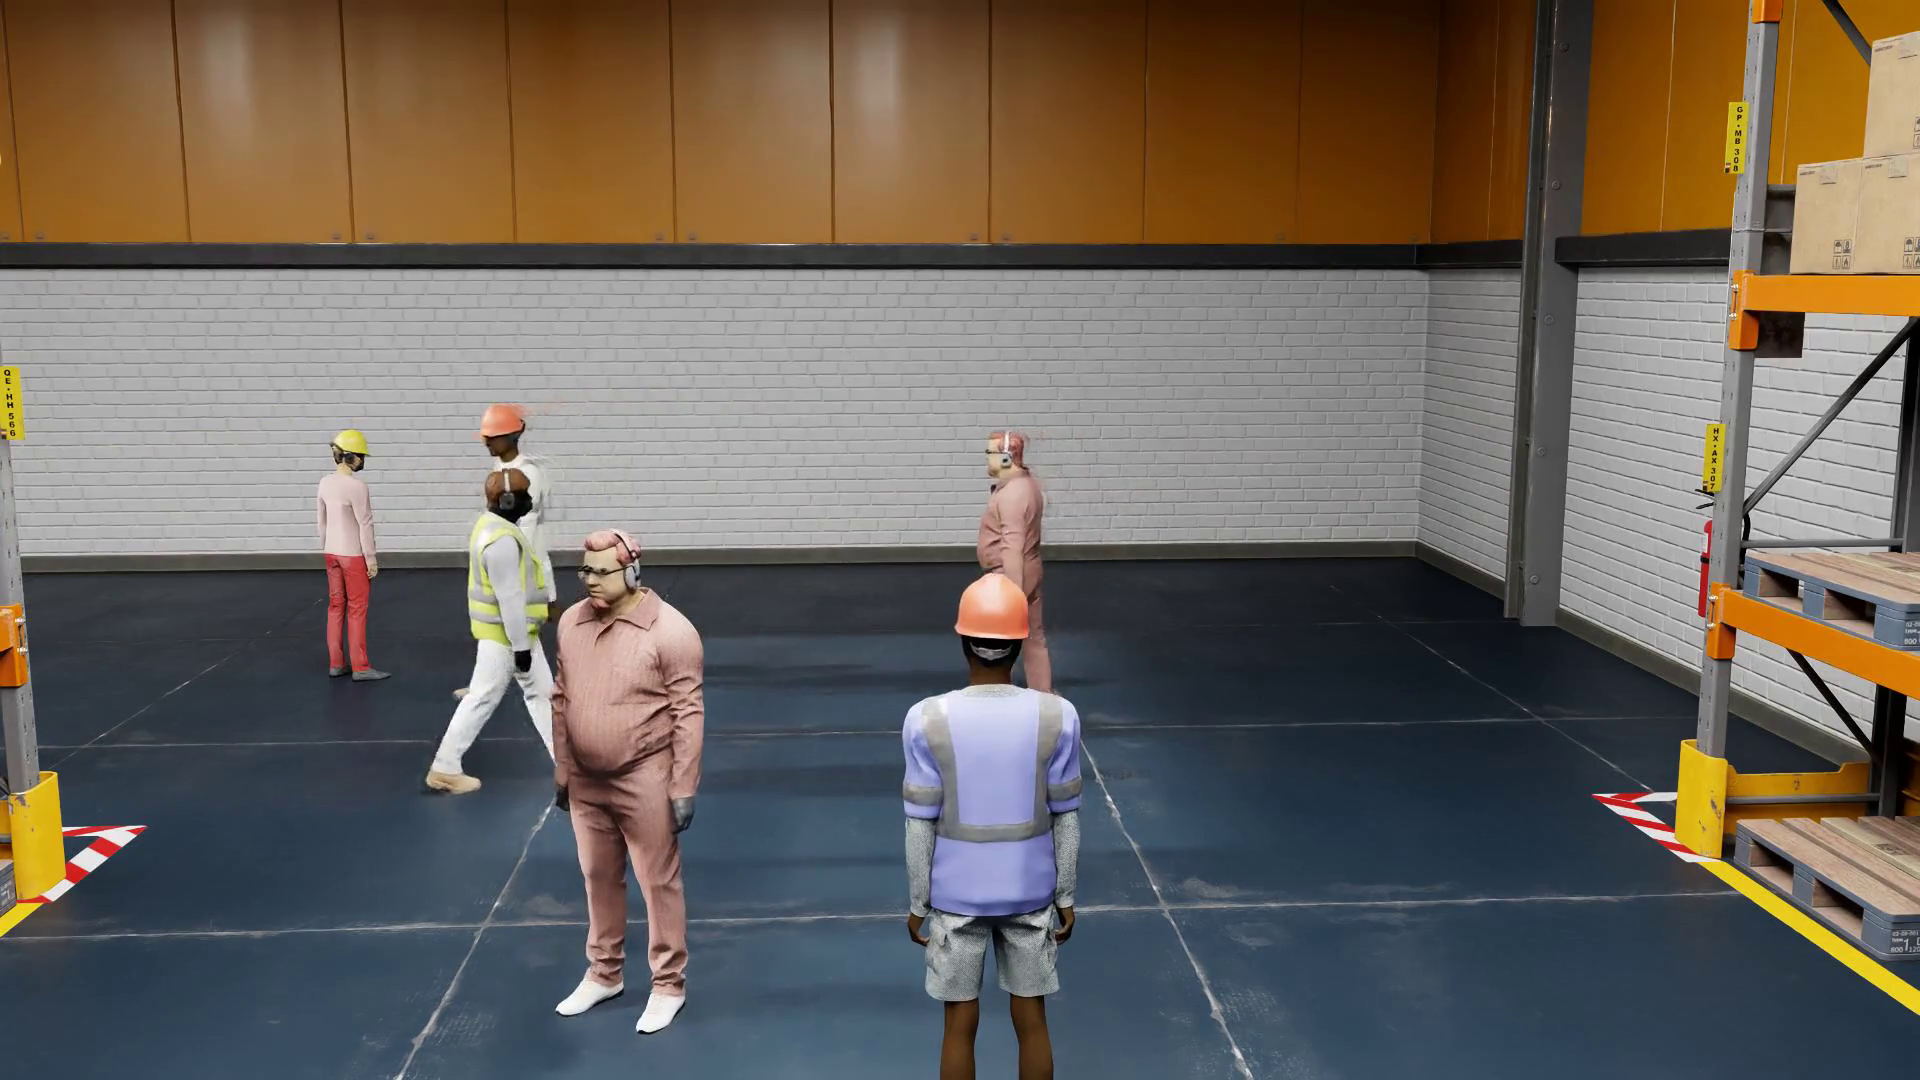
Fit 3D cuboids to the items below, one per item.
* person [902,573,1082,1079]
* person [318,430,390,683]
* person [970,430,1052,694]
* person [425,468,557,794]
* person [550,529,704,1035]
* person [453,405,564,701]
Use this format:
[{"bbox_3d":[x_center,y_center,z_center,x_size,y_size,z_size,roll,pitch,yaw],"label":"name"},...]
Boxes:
[{"bbox_3d":[0.095,1.063,5.108,0.545,1.938,0.361,-1,9,-6],"label":"person"},{"bbox_3d":[-4.255,0.111,11.649,0.533,1.758,0.333,6,11,34],"label":"person"},{"bbox_3d":[0.239,0.261,10.287,0.789,1.884,0.640,3,9,16],"label":"person"},{"bbox_3d":[-2.488,0.500,9.118,0.985,1.799,0.636,-2,9,-14],"label":"person"},{"bbox_3d":[-1.278,0.897,6.251,0.652,1.904,0.403,4,10,25],"label":"person"},{"bbox_3d":[-2.899,0.067,11.252,1.033,1.989,0.607,-8,12,-40],"label":"person"}]
